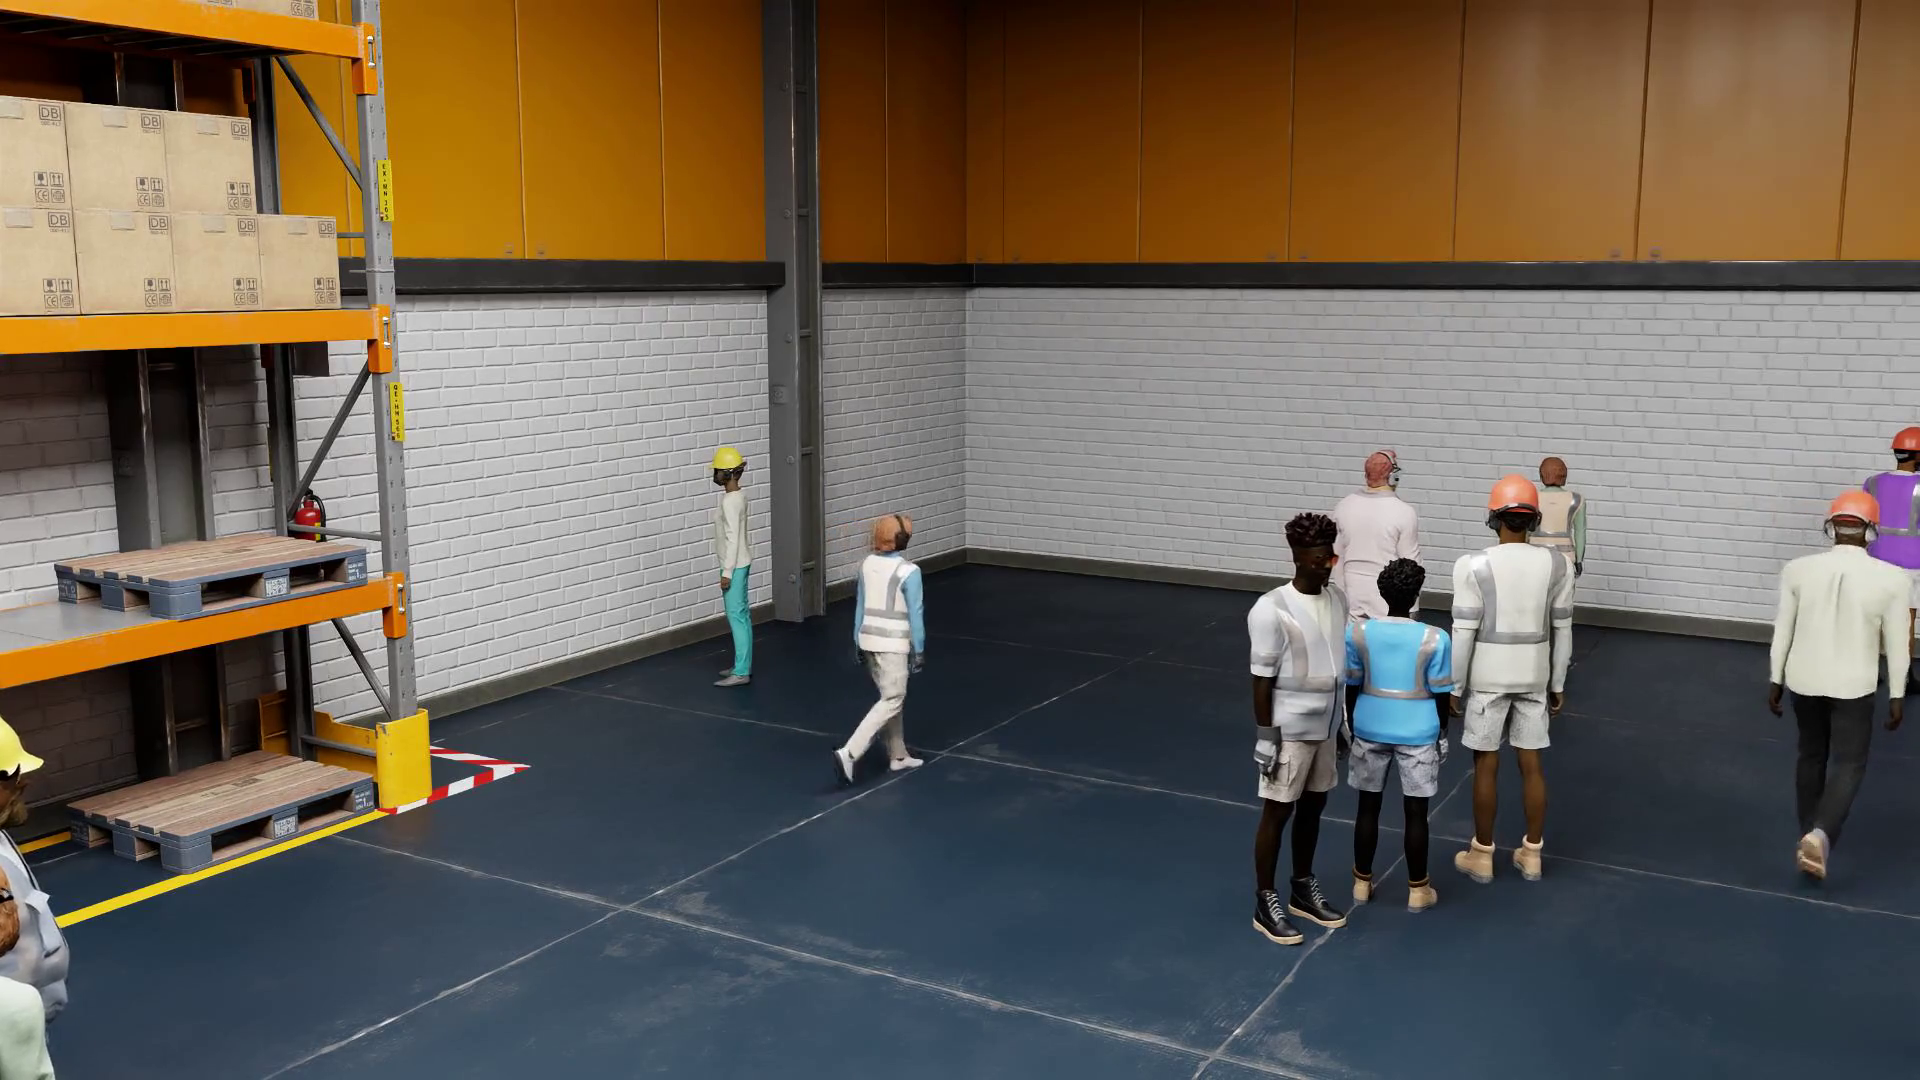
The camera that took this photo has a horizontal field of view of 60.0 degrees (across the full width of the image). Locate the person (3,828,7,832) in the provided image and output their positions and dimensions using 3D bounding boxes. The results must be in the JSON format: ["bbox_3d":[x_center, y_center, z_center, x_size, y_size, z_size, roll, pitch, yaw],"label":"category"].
[{"bbox_3d":[-3.276,1.244,5.256,0.587,1.914,0.390,1,9,5],"label":"person"}]

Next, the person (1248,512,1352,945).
[{"bbox_3d":[1.570,0.841,7.602,0.616,1.964,0.361,-7,12,-38],"label":"person"}]

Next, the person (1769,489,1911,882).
[{"bbox_3d":[4.364,0.735,8.337,0.639,1.958,0.820,8,12,42],"label":"person"}]

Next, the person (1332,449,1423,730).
[{"bbox_3d":[2.701,0.372,10.704,0.407,1.913,0.641,-8,12,-40],"label":"person"}]

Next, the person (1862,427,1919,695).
[{"bbox_3d":[6.795,0.147,12.032,0.374,1.933,0.550,-7,11,-36],"label":"person"}]

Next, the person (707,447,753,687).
[{"bbox_3d":[-1.692,0.195,12.258,0.311,1.768,0.533,0,9,0],"label":"person"}]

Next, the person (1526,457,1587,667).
[{"bbox_3d":[4.528,0.179,12.761,0.512,1.637,0.307,2,9,12],"label":"person"}]

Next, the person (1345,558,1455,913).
[{"bbox_3d":[2.075,0.926,7.915,0.532,1.696,0.319,4,10,25],"label":"person"}]

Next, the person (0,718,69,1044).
[{"bbox_3d":[-2.723,1.375,4.684,0.404,1.833,0.591,-5,10,-27],"label":"person"}]

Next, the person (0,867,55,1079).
[{"bbox_3d":[-2.410,1.569,4.095,0.502,1.632,0.279,3,10,17],"label":"person"}]

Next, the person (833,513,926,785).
[{"bbox_3d":[-0.486,0.650,9.892,0.715,1.612,0.526,-9,12,-43],"label":"person"}]

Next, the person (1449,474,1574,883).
[{"bbox_3d":[2.720,0.690,8.308,0.612,2.041,0.394,-1,9,-4],"label":"person"}]
